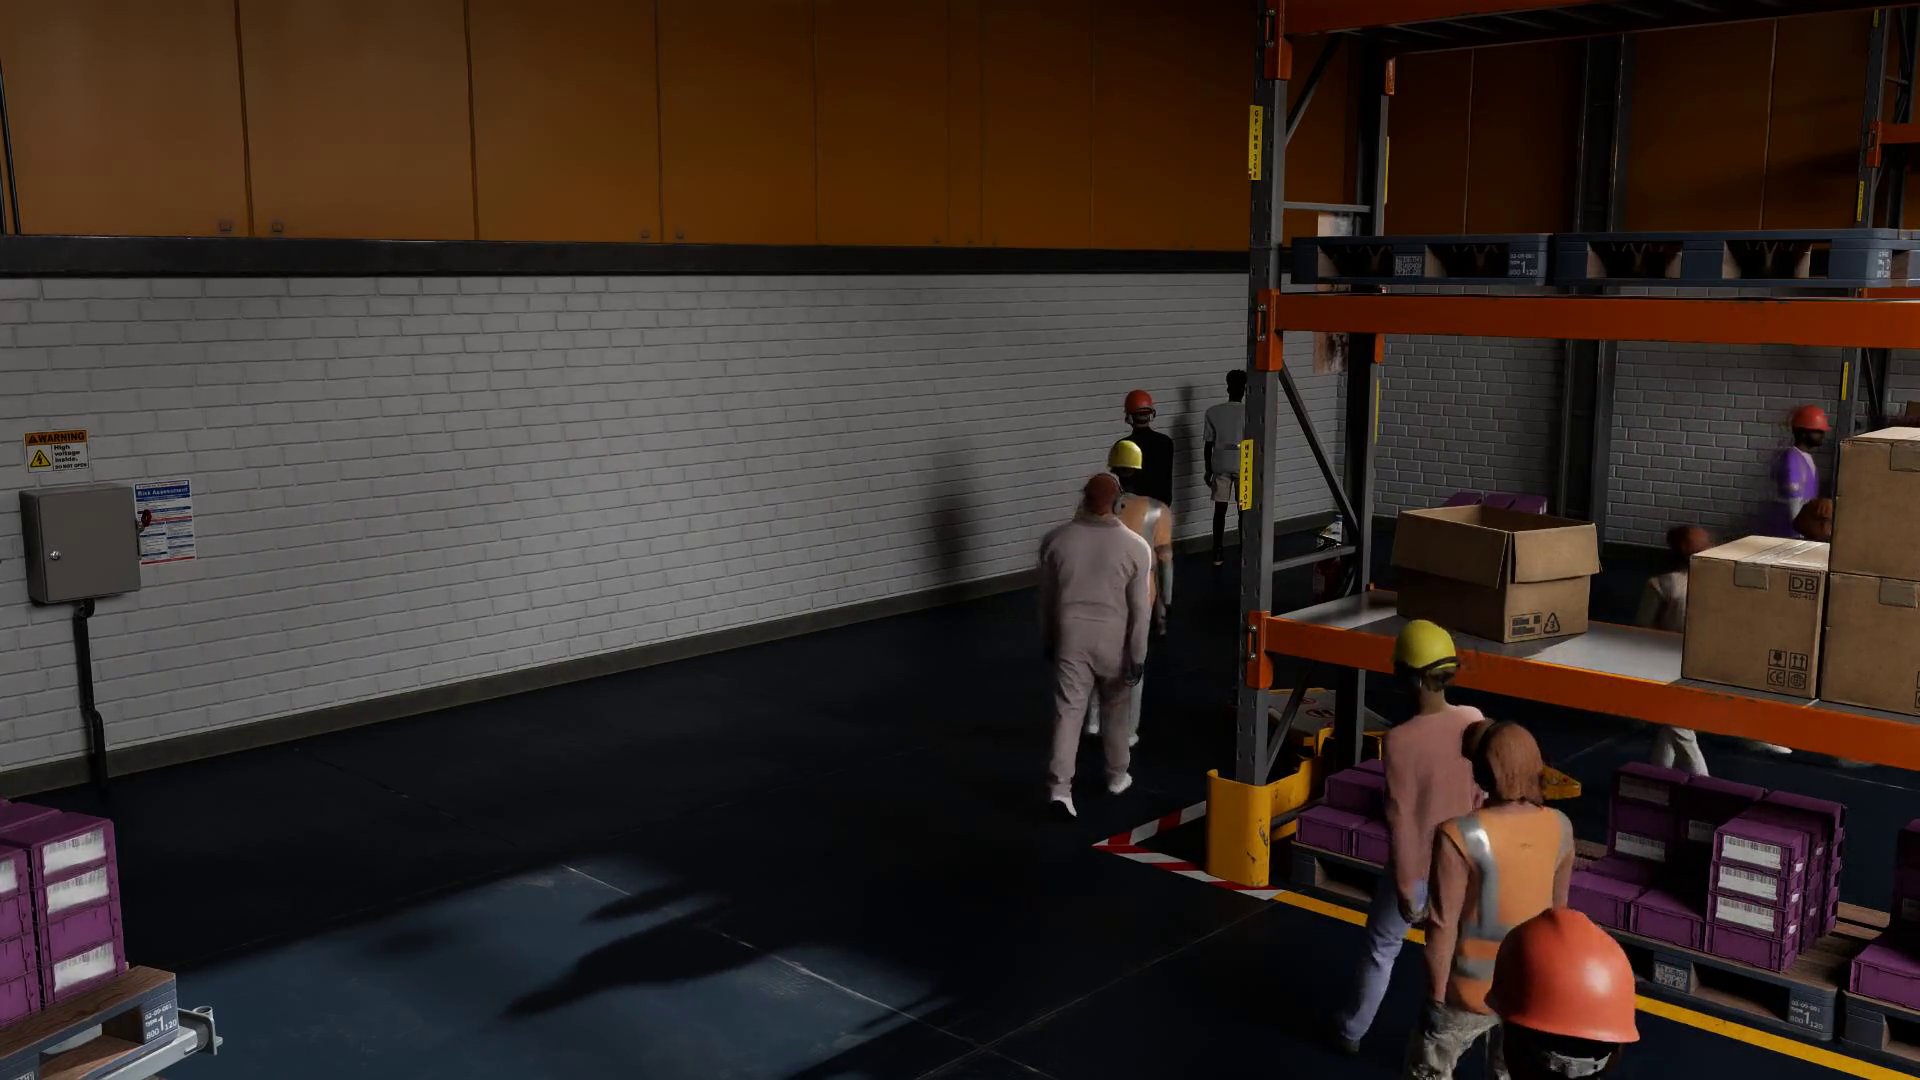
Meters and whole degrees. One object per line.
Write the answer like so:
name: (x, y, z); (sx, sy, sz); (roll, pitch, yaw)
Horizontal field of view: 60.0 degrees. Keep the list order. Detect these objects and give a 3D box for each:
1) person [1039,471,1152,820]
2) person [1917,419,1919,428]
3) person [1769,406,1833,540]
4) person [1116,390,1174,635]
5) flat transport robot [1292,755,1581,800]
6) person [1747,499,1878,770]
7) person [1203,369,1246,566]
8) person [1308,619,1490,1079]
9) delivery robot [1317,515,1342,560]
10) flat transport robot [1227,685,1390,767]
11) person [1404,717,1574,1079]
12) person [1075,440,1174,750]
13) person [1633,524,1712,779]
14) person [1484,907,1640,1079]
person: (0.704, 0.566, 9.031); (0.645, 1.864, 0.963); (3, 10, 17)
person: (7.220, -0.026, 12.572); (0.854, 1.882, 0.661); (4, 10, 21)
person: (6.521, -0.125, 13.149); (0.543, 1.900, 0.973); (-8, 13, -42)
person: (1.439, -0.202, 13.301); (0.613, 1.991, 0.392); (-7, 11, -36)
flat transport robot: (2.670, 1.299, 9.359); (1.431, 0.197, 0.652); (-2, 9, -11)
person: (5.118, 0.553, 9.888); (0.771, 1.594, 0.523); (6, 11, 33)
person: (2.722, -0.714, 16.517); (0.613, 1.965, 0.361); (4, 10, 21)
person: (1.667, 1.136, 5.938); (0.522, 1.718, 0.926); (-5, 11, -29)
delivery robot: (3.692, 0.000, 16.170); (0.477, 0.478, 0.707); (3, 10, 21)
flat transport robot: (2.210, 1.144, 10.310); (0.652, 0.197, 1.431); (-2, 9, -11)
person: (1.579, 1.335, 4.982); (0.547, 1.623, 0.377); (-4, 10, -23)
person: (1.001, 0.342, 10.194); (0.610, 1.913, 0.447); (2, 10, 14)
person: (3.888, 0.716, 8.917); (0.508, 1.601, 0.853); (-3, 10, -17)
person: (0.923, 1.557, 2.783); (0.570, 1.912, 0.564); (-2, 9, -12)
